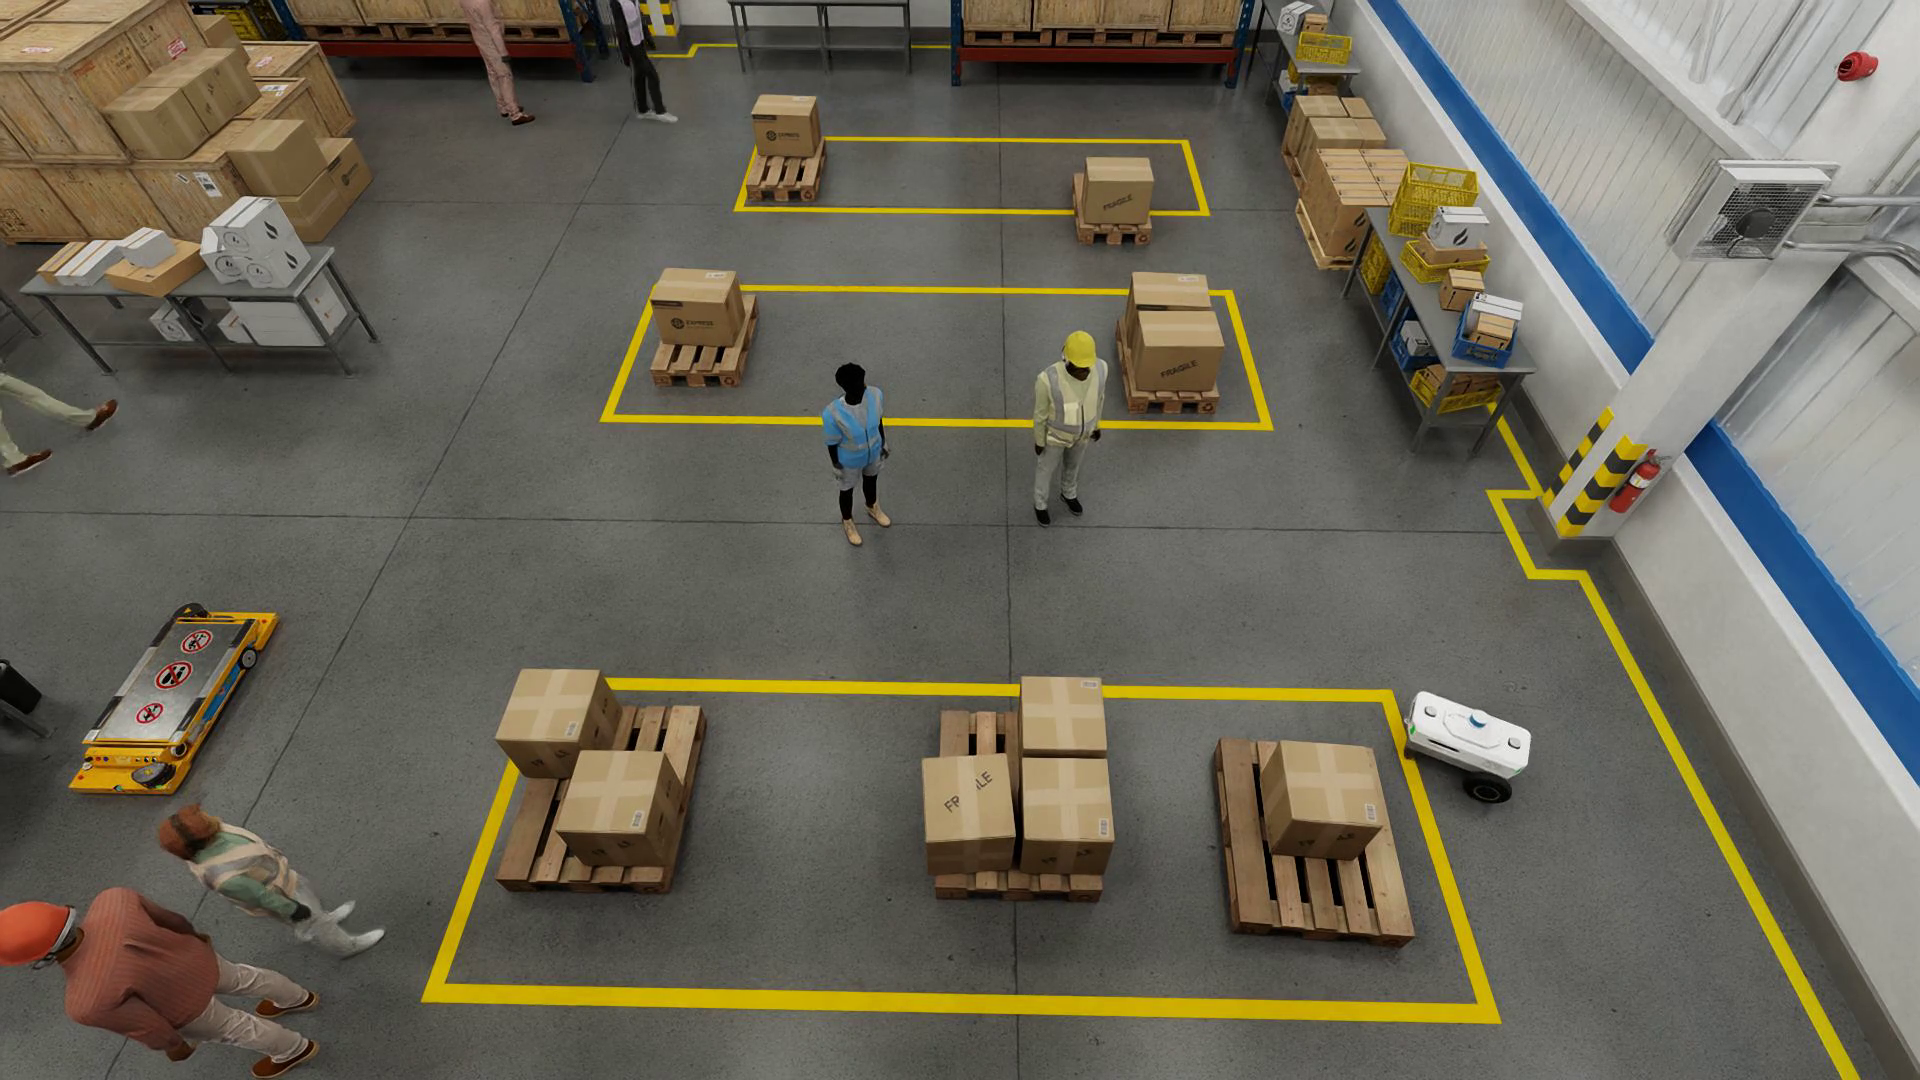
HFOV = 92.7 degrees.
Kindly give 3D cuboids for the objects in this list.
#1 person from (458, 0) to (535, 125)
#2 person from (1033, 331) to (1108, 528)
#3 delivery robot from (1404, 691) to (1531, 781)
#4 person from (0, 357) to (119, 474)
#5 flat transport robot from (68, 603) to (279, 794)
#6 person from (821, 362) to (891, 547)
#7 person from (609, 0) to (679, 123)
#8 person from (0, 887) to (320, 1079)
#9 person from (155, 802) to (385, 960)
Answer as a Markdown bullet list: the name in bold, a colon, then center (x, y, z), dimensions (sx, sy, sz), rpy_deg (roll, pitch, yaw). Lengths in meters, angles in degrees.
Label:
- **person**: center (-5.914, -6.296, 11.623), dimensions (0.396, 1.899, 0.645), rpy_deg (-34, 57, -25)
- **person**: center (0.838, -0.846, 7.048), dimensions (0.592, 1.834, 0.404), rpy_deg (-17, 52, -14)
- **delivery robot**: center (3.317, 1.280, 6.022), dimensions (0.707, 0.478, 0.477), rpy_deg (21, 53, 17)
- **person**: center (-8.037, -1.465, 7.577), dimensions (0.514, 1.817, 0.972), rpy_deg (17, 52, 14)
- **flat transport robot**: center (-5.504, 1.072, 6.442), dimensions (0.652, 0.197, 1.431), rpy_deg (1, 50, 1)
- **person**: center (-0.770, -0.656, 6.975), dimensions (0.529, 1.697, 0.321), rpy_deg (-32, 57, -24)
- **person**: center (-3.999, -6.282, 11.606), dimensions (0.739, 1.894, 0.604), rpy_deg (2, 50, 2)
- **person**: center (-3.781, 2.156, 4.404), dimensions (0.396, 1.992, 0.623), rpy_deg (-16, 52, -13)
- **person**: center (-3.687, 1.851, 4.897), dimensions (0.520, 1.644, 0.309), rpy_deg (33, 57, 25)
